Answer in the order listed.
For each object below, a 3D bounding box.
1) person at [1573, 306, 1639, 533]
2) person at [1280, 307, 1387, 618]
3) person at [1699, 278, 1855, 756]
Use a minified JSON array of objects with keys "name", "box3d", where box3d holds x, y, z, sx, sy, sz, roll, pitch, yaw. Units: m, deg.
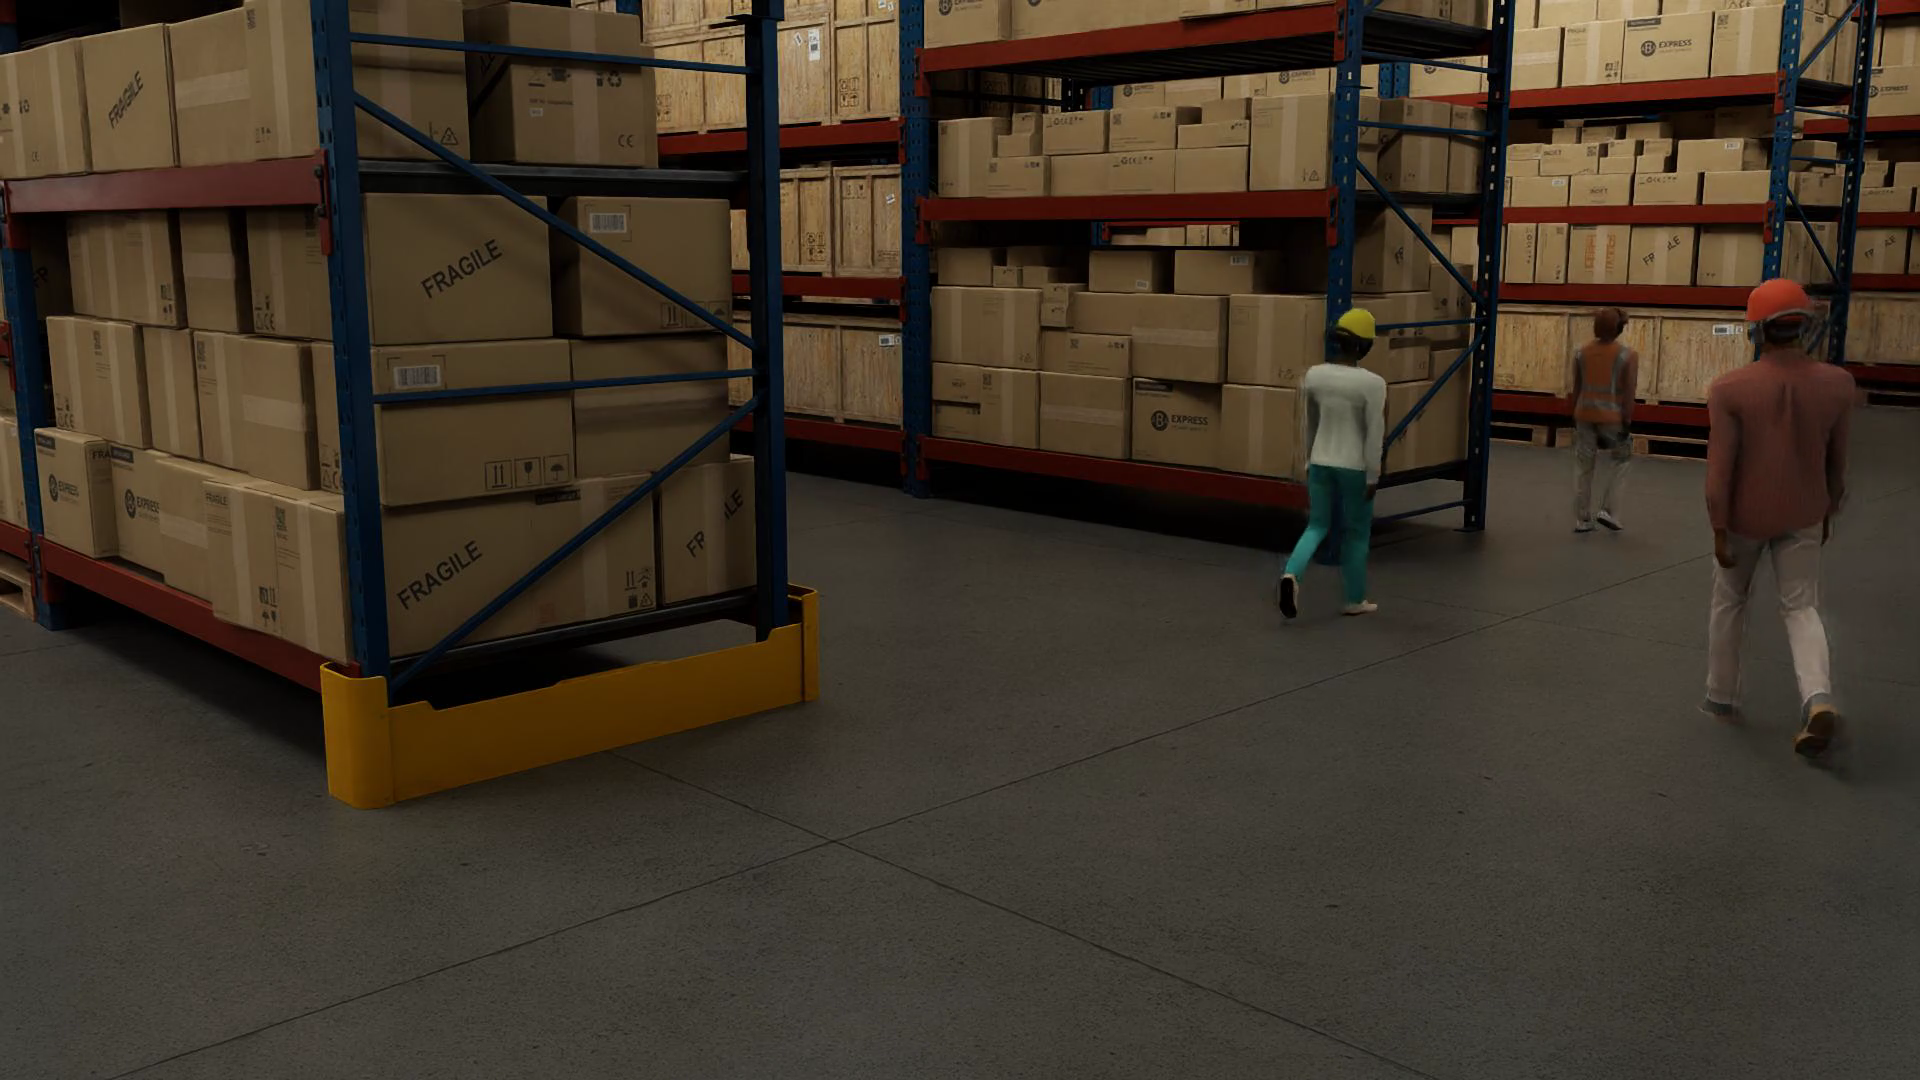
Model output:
[{"name":"person","box3d":[4.608,-0.858,11.935,0.419,1.627,0.512,-9,14,-41]},{"name":"person","box3d":[2.072,-0.406,9.169,0.530,1.742,0.702,10,14,42]},{"name":"person","box3d":[3.416,-0.104,6.939,0.603,1.969,0.918,2,11,8]}]
